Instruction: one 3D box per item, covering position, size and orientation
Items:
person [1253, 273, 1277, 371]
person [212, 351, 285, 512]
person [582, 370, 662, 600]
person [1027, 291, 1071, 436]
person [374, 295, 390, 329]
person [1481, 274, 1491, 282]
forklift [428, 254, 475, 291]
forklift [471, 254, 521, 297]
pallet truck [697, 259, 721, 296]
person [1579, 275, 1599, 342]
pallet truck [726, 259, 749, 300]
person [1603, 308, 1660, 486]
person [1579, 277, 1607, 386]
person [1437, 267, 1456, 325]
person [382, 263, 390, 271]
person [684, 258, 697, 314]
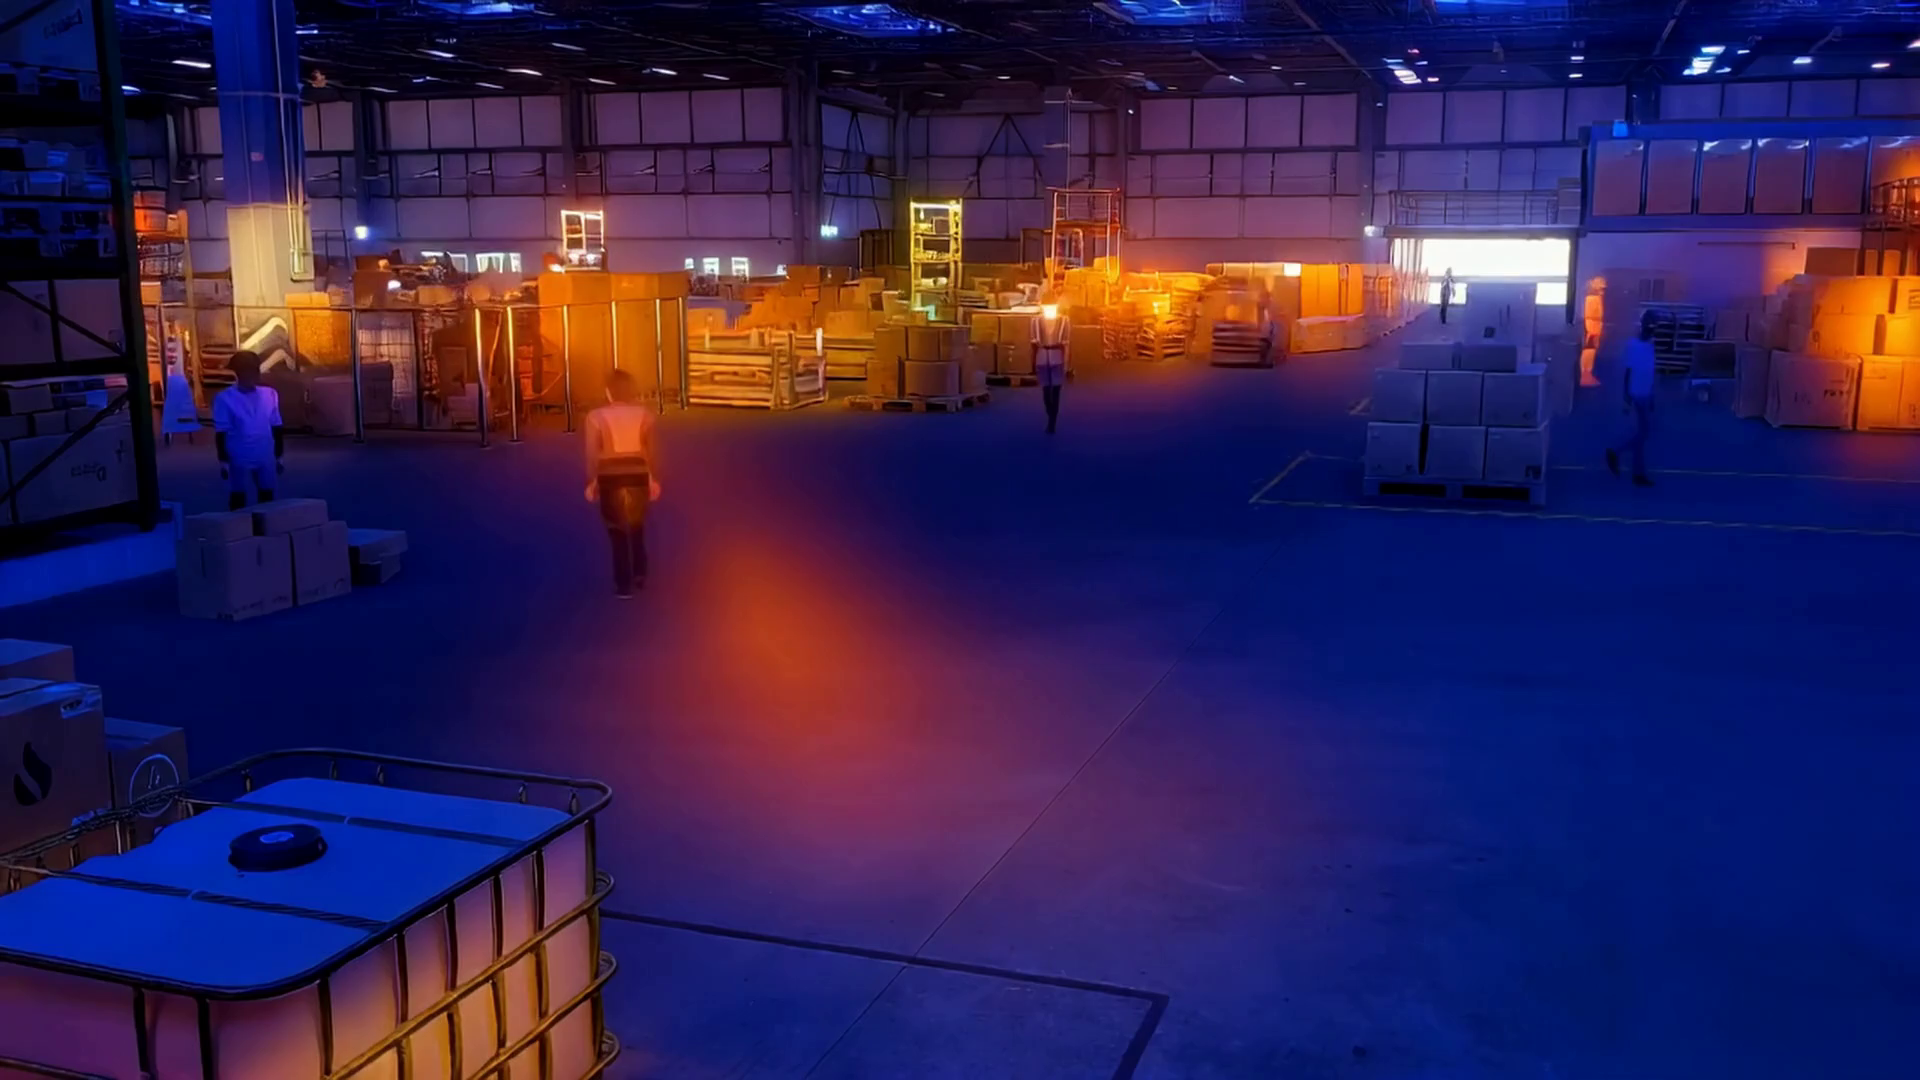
[{"bbox_3d":[6.149,-4.330,33.106,0.642,1.931,0.679,2,10,9],"label":"person"},{"bbox_3d":[-5.579,-0.641,13.064,0.322,1.685,0.547,9,14,42],"label":"person"},{"bbox_3d":[-2.400,-0.390,11.778,0.543,1.621,0.396,-5,11,-28],"label":"person"},{"bbox_3d":[1.169,-2.330,21.990,0.563,1.879,1.008,2,10,12],"label":"person"},{"bbox_3d":[-10.499,-3.620,30.086,0.712,1.602,0.504,1,10,5],"label":"person"},{"bbox_3d":[10.674,-4.443,33.833,0.633,1.902,0.456,2,10,9],"label":"person"},{"bbox_3d":[-20.133,-10.254,65.465,1.157,1.987,2.680,3,11,19],"label":"forklift"},{"bbox_3d":[-17.990,-10.121,64.684,1.157,1.987,2.680,3,11,17],"label":"forklift"},{"bbox_3d":[-9.165,-9.627,62.776,0.823,1.965,1.885,4,11,23],"label":"pallet truck"},{"bbox_3d":[16.041,-5.871,42.383,0.504,1.735,0.566,-6,12,-30],"label":"person"},{"bbox_3d":[-7.986,-9.493,62.019,0.823,1.965,1.885,3,11,17],"label":"pallet truck"},{"bbox_3d":[7.099,-1.510,17.480,0.534,1.853,0.643,-7,12,-35],"label":"person"},{"bbox_3d":[11.338,-3.724,29.727,0.547,1.928,0.385,-8,13,-38],"label":"person"},{"bbox_3d":[15.225,-7.632,52.074,0.544,1.800,0.741,2,10,10],"label":"person"},{"bbox_3d":[-19.871,-8.631,57.548,0.963,1.861,0.671,-3,11,-17],"label":"person"},{"bbox_3d":[-9.348,-8.706,57.493,0.406,2.034,0.608,7,12,35],"label":"person"}]
